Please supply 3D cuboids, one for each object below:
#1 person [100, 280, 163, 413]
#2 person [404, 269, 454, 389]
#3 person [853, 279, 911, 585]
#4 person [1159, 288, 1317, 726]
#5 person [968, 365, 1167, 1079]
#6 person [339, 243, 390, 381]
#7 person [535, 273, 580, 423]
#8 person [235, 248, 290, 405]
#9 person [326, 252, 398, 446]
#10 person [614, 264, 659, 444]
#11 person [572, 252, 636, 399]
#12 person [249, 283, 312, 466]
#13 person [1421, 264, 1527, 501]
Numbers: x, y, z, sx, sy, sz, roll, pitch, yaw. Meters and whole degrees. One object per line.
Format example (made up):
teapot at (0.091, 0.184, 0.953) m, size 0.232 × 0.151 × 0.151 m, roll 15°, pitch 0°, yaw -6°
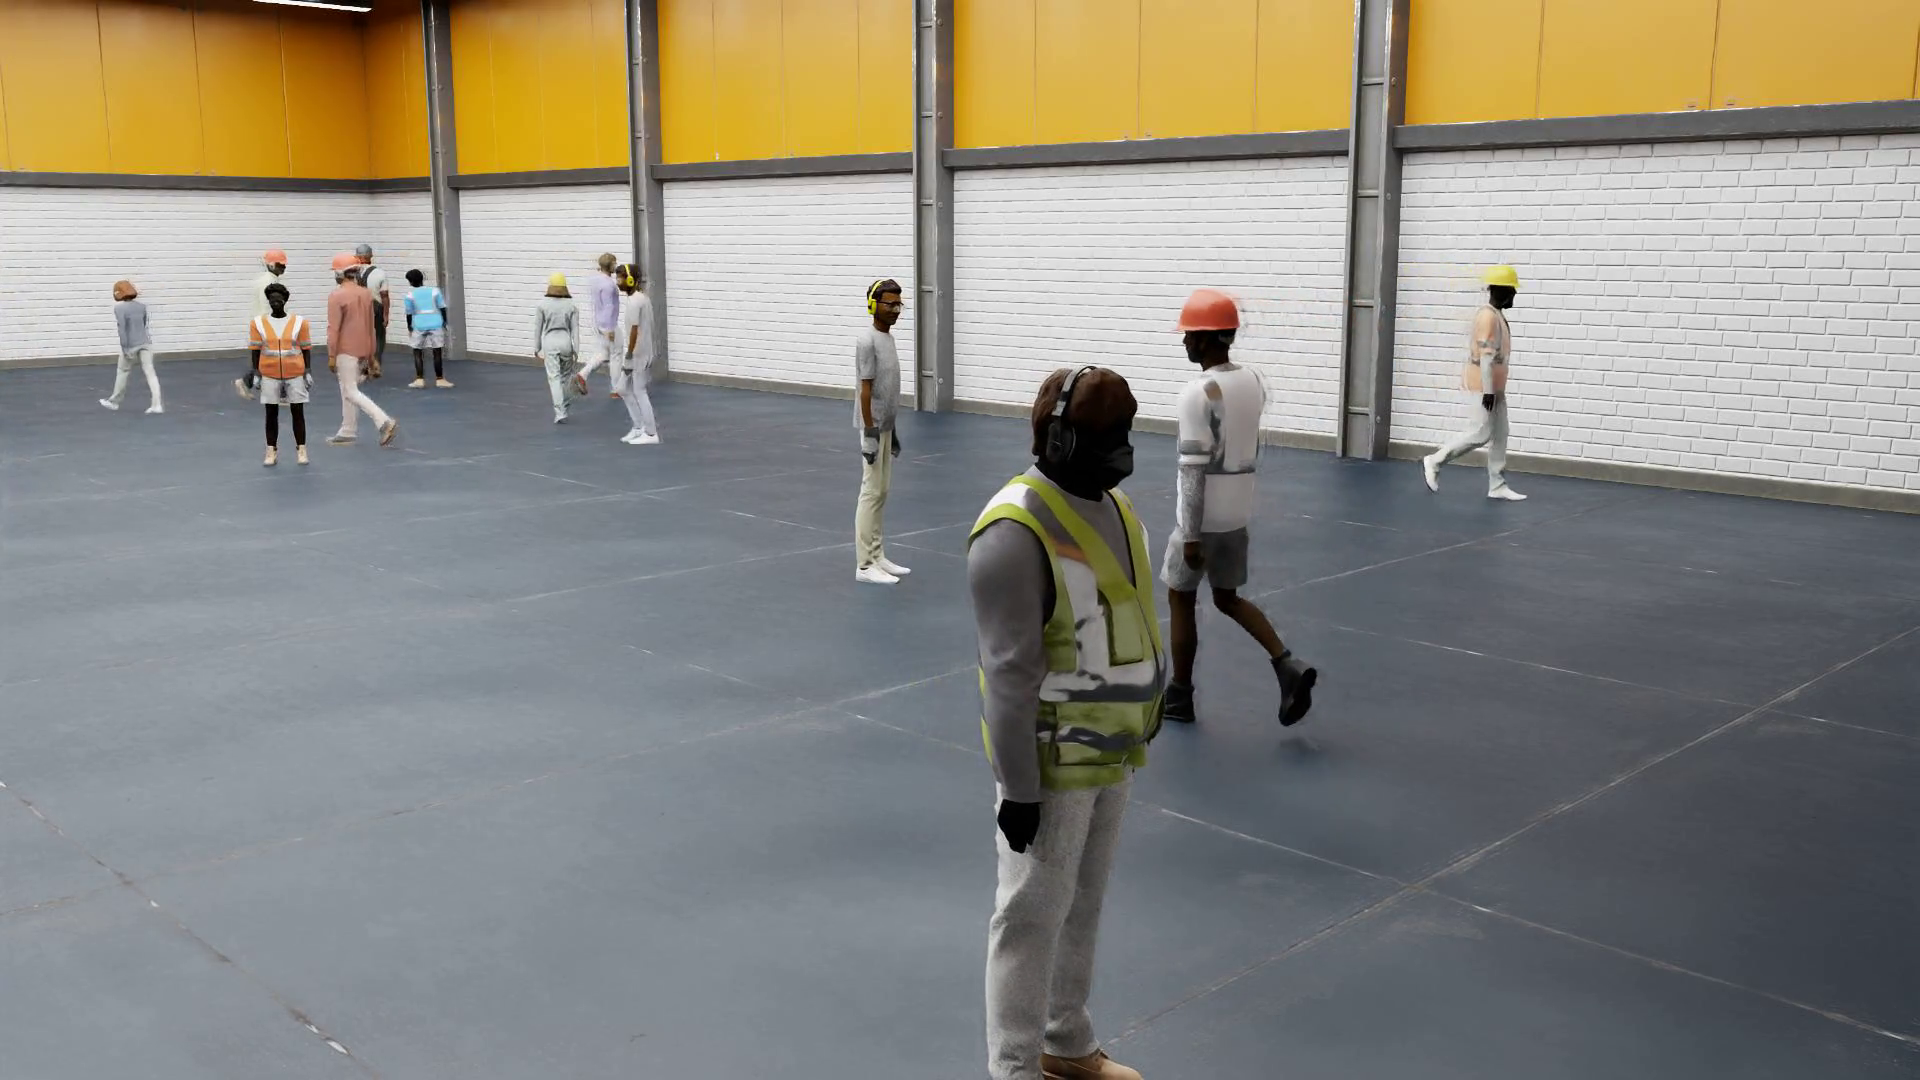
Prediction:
person at (-9.999, -2.317, 20.018) m, size 0.864 × 1.584 × 0.497 m, roll 4°, pitch 11°, yaw 21°
person at (-7.416, -2.947, 23.245) m, size 0.632 × 1.668 × 0.318 m, roll -3°, pitch 11°, yaw -18°
person at (-0.483, -0.669, 10.281) m, size 0.332 × 1.864 × 0.514 m, roll 3°, pitch 11°, yaw 14°
person at (1.140, -0.113, 7.108) m, size 0.557 × 1.918 × 0.764 m, roll -10°, pitch 14°, yaw -43°
person at (0.265, 0.509, 3.918) m, size 0.429 × 1.839 × 0.634 m, roll 6°, pitch 12°, yaw 28°
person at (-8.684, -3.331, 24.306) m, size 0.695 × 2.000 × 0.655 m, roll -1°, pitch 10°, yaw -8°
person at (-4.618, -2.212, 19.134) m, size 0.497 × 1.701 × 0.886 m, roll -4°, pitch 11°, yaw -21°
person at (-8.636, -2.638, 20.700) m, size 0.678 × 1.975 × 0.647 m, roll -1°, pitch 10°, yaw -7°
person at (-6.075, -1.906, 16.748) m, size 0.851 × 1.967 × 0.624 m, roll 3°, pitch 11°, yaw 16°
person at (-3.330, -1.875, 16.900) m, size 0.550 × 1.843 × 0.545 m, roll -2°, pitch 11°, yaw -10°
person at (-4.636, -2.764, 21.561) m, size 0.738 × 1.919 × 0.633 m, roll -4°, pitch 11°, yaw -20°
person at (-6.282, -1.529, 15.416) m, size 0.540 × 1.696 × 0.317 m, roll -3°, pitch 11°, yaw -18°
person at (4.203, -1.268, 13.426) m, size 0.748 × 1.907 × 0.600 m, roll 6°, pitch 12°, yaw 29°
